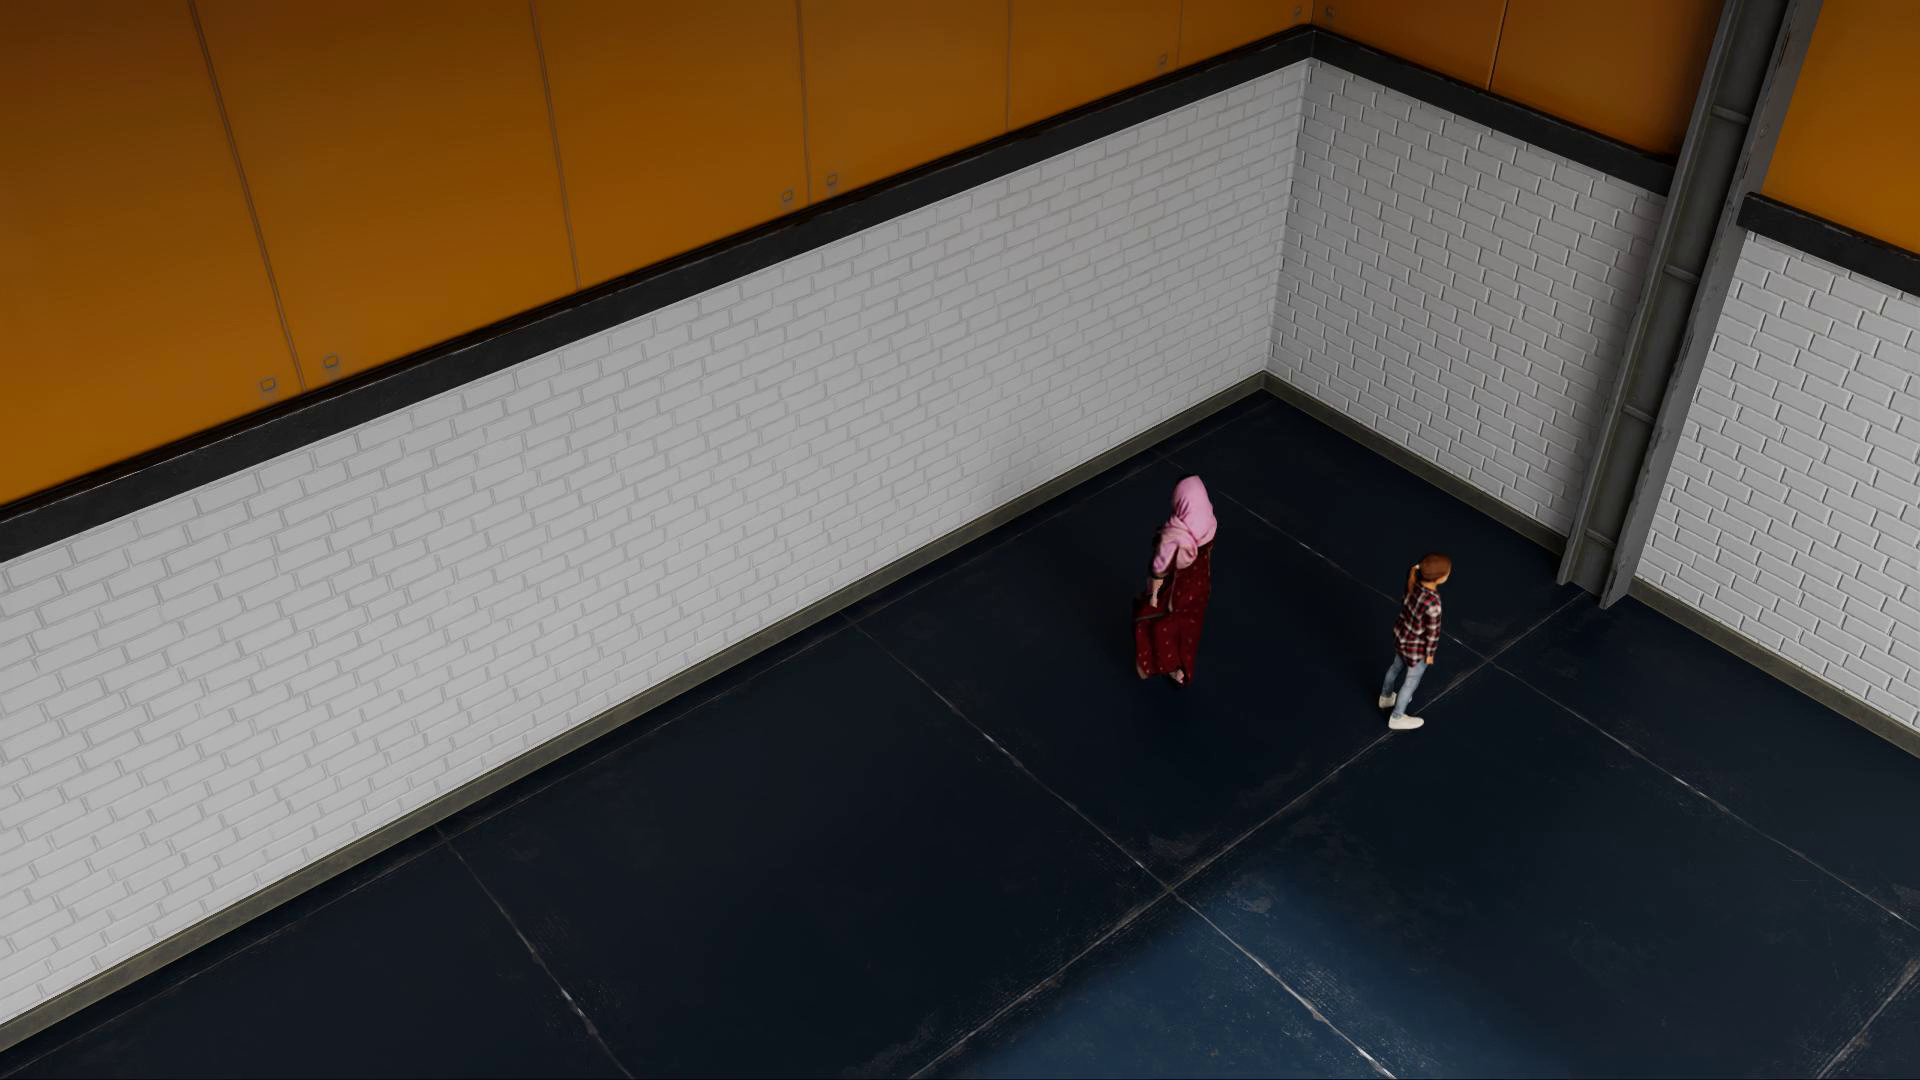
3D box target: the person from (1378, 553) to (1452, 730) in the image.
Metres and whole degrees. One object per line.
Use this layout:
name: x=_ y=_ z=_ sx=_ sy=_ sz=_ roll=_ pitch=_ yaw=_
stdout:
person: x=2.783 y=0.604 z=10.201 sx=0.661 sy=1.302 sz=0.567 roll=-6 pitch=39 yaw=-7

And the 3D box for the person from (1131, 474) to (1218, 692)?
person: x=1.400 y=0.317 z=10.301 sx=0.705 sy=1.624 sz=0.727 roll=-19 pitch=42 yaw=-22
